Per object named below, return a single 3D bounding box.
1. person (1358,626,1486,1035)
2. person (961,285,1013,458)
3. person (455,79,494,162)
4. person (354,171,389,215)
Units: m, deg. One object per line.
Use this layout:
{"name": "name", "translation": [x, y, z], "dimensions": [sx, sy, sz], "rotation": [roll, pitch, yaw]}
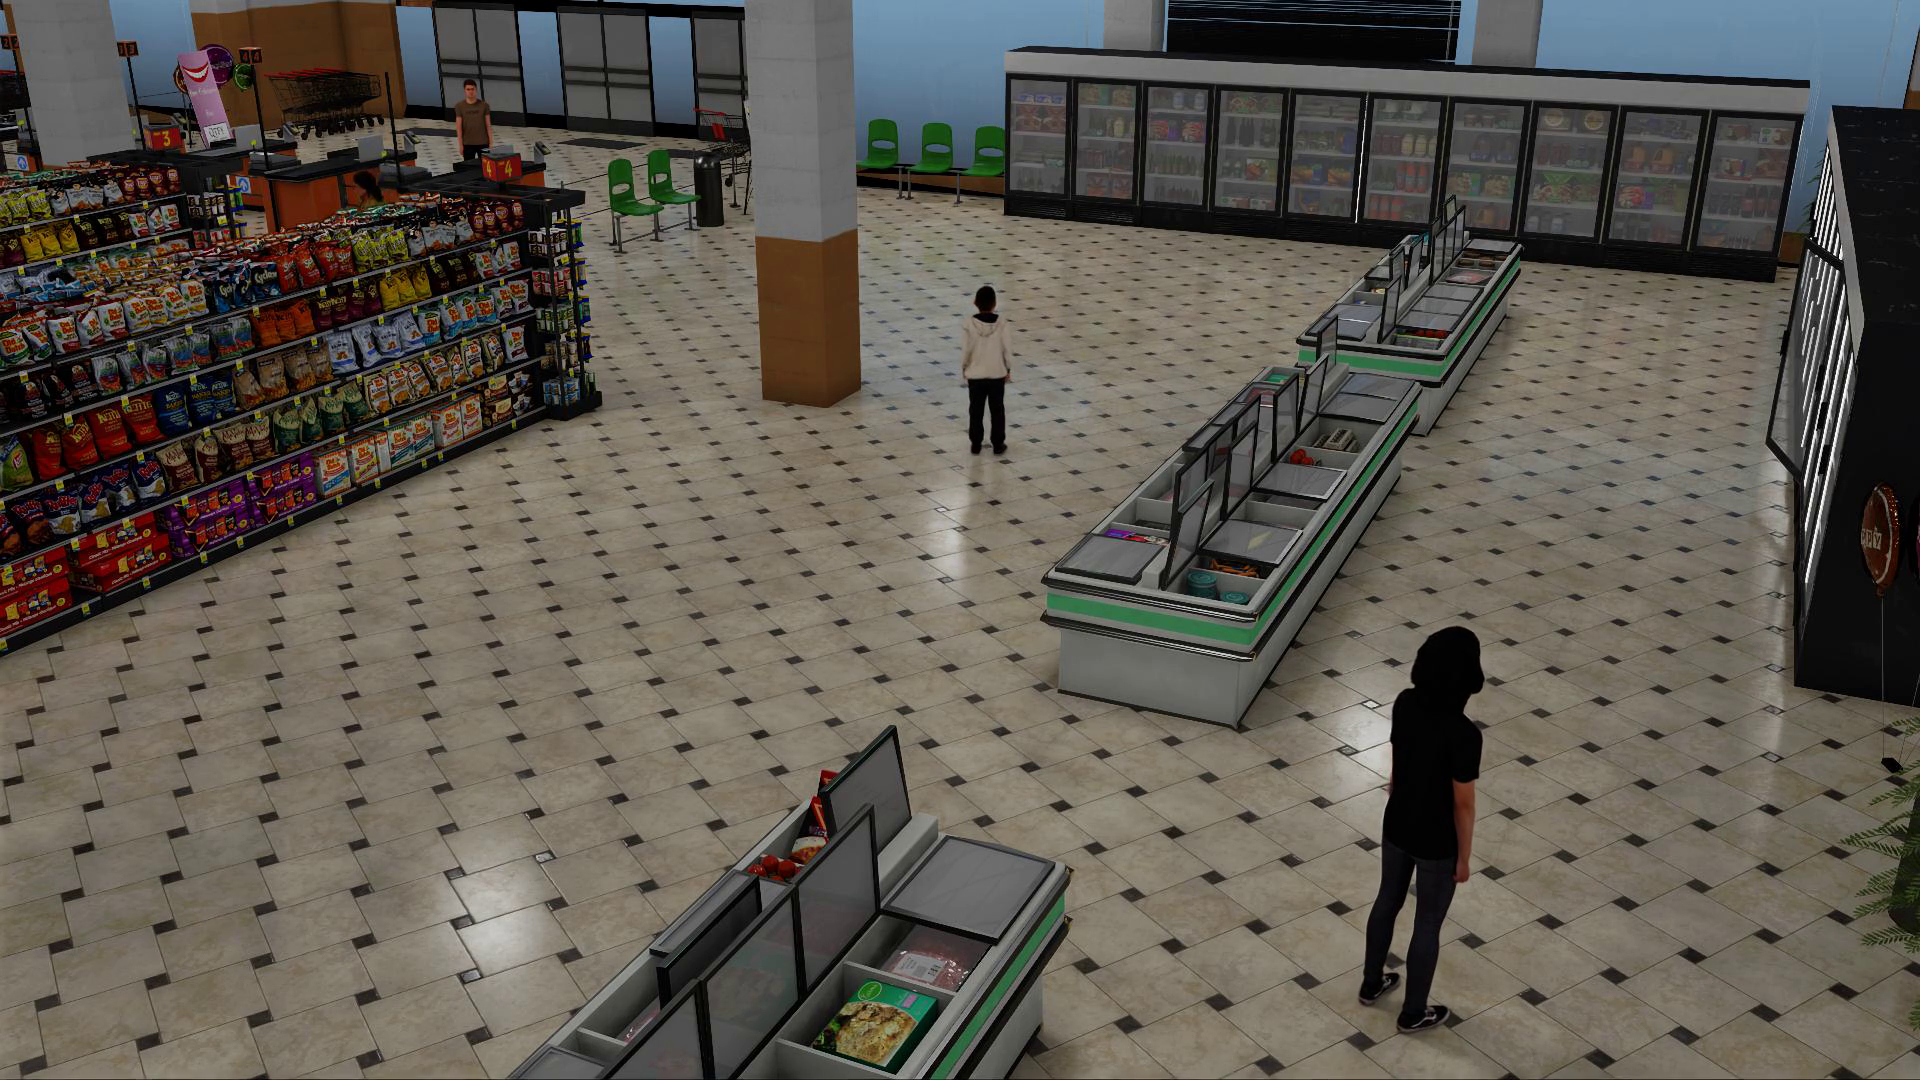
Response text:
{"name": "person", "translation": [1.929, 1.207, 6.973], "dimensions": [0.719, 1.826, 0.701], "rotation": [-13, 25, -29]}
{"name": "person", "translation": [0.222, -1.420, 14.005], "dimensions": [0.641, 1.455, 0.621], "rotation": [2, 22, 6]}
{"name": "person", "translation": [-7.114, -5.818, 24.422], "dimensions": [0.731, 1.851, 0.803], "rotation": [-9, 24, -21]}
{"name": "person", "translation": [-6.262, -3.234, 18.310], "dimensions": [1.237, 1.612, 1.057], "rotation": [-19, 29, -39]}
